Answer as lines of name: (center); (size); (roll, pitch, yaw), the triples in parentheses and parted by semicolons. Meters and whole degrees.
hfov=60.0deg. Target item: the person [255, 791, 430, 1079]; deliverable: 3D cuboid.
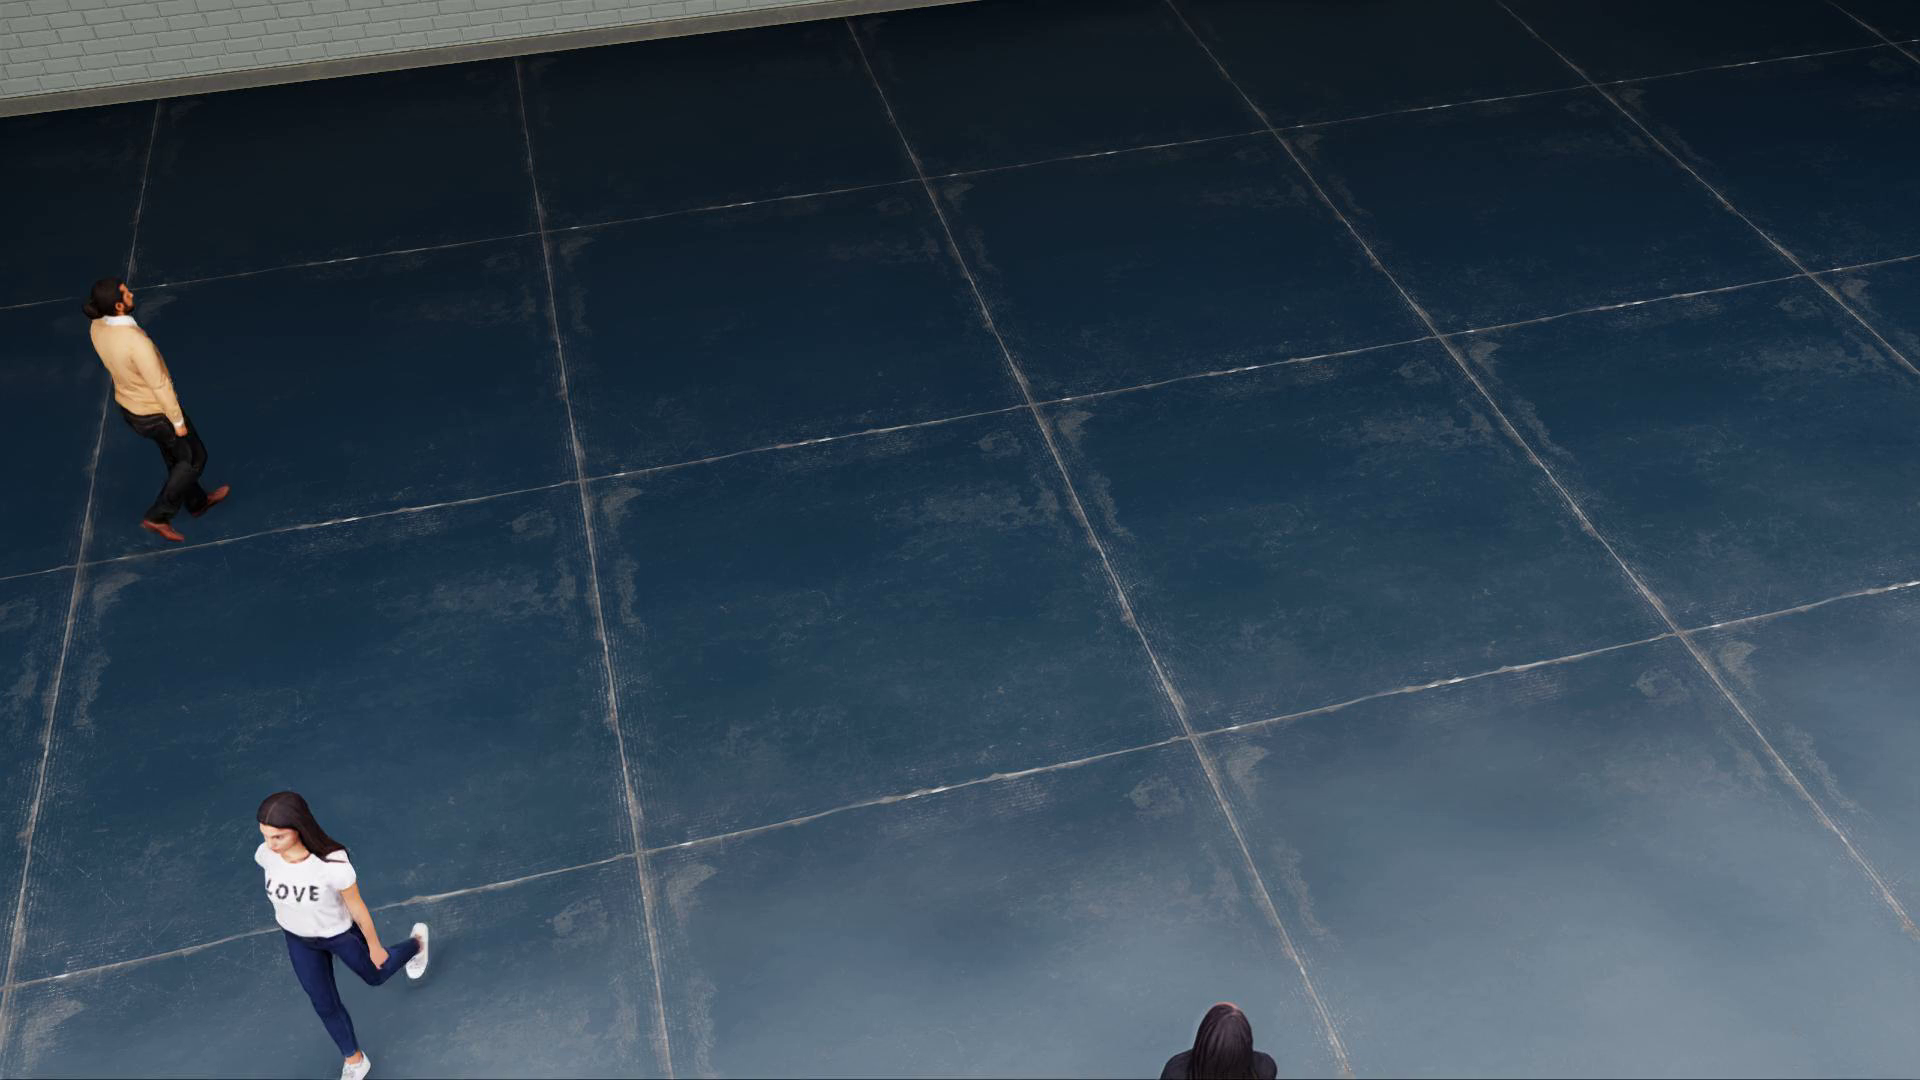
person: (-2.652, 1.634, 7.154); (0.927, 1.751, 1.175); (8, 44, 8)

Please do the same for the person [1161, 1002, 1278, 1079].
person: (0.956, 2.312, 6.444); (0.627, 1.729, 0.621); (-6, 43, -6)

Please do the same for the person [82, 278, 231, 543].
person: (-4.760, -0.722, 9.687); (0.976, 1.738, 1.020); (26, 49, 25)
